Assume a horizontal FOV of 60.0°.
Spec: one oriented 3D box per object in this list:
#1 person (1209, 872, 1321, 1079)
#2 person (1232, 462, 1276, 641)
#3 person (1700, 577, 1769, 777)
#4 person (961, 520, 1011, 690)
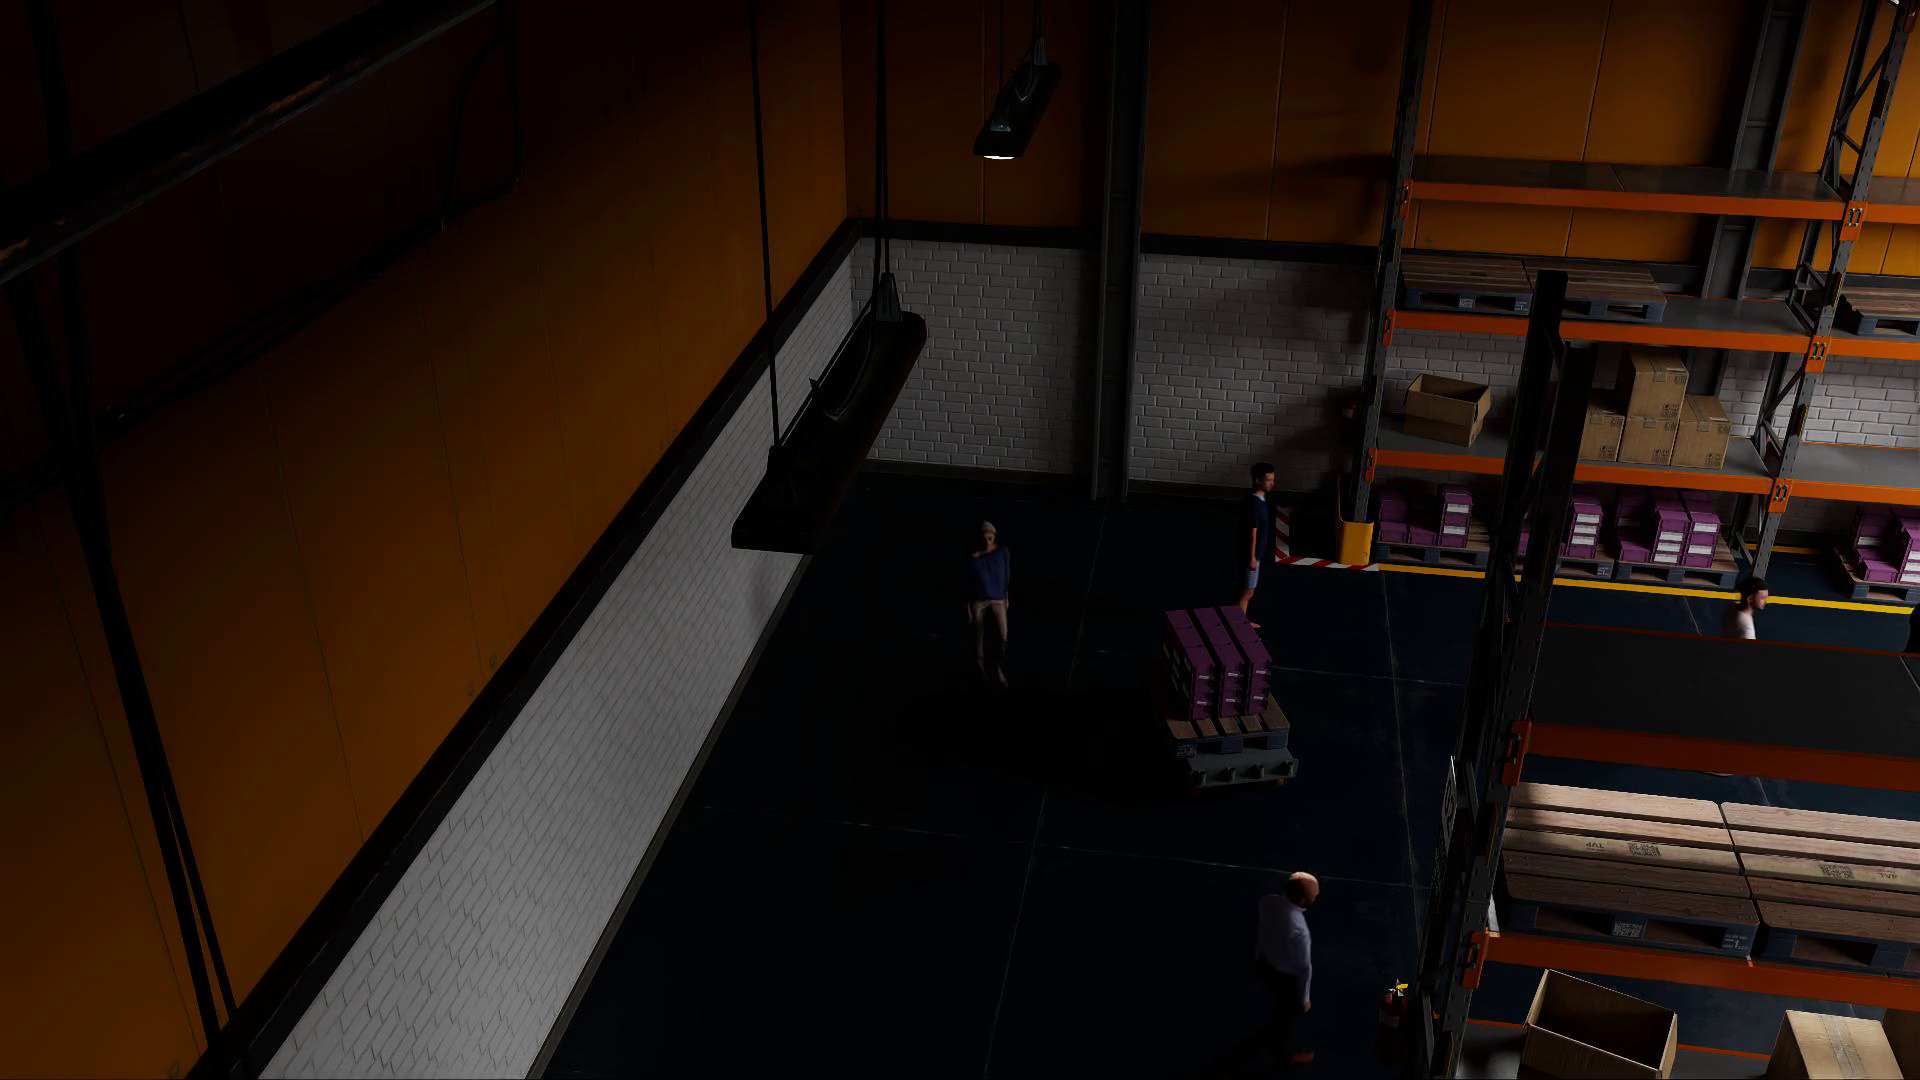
[{"bbox_3d":[2.023,2.907,10.837,1.193,1.763,0.994,-11,31,-20],"label":"person"},{"bbox_3d":[2.774,0.097,15.905,0.548,1.842,0.608,6,29,10],"label":"person"},{"bbox_3d":[6.497,1.116,14.043,0.548,1.836,0.657,6,29,10],"label":"person"},{"bbox_3d":[0.210,0.535,15.263,0.740,1.687,0.816,-8,30,-15],"label":"person"}]
